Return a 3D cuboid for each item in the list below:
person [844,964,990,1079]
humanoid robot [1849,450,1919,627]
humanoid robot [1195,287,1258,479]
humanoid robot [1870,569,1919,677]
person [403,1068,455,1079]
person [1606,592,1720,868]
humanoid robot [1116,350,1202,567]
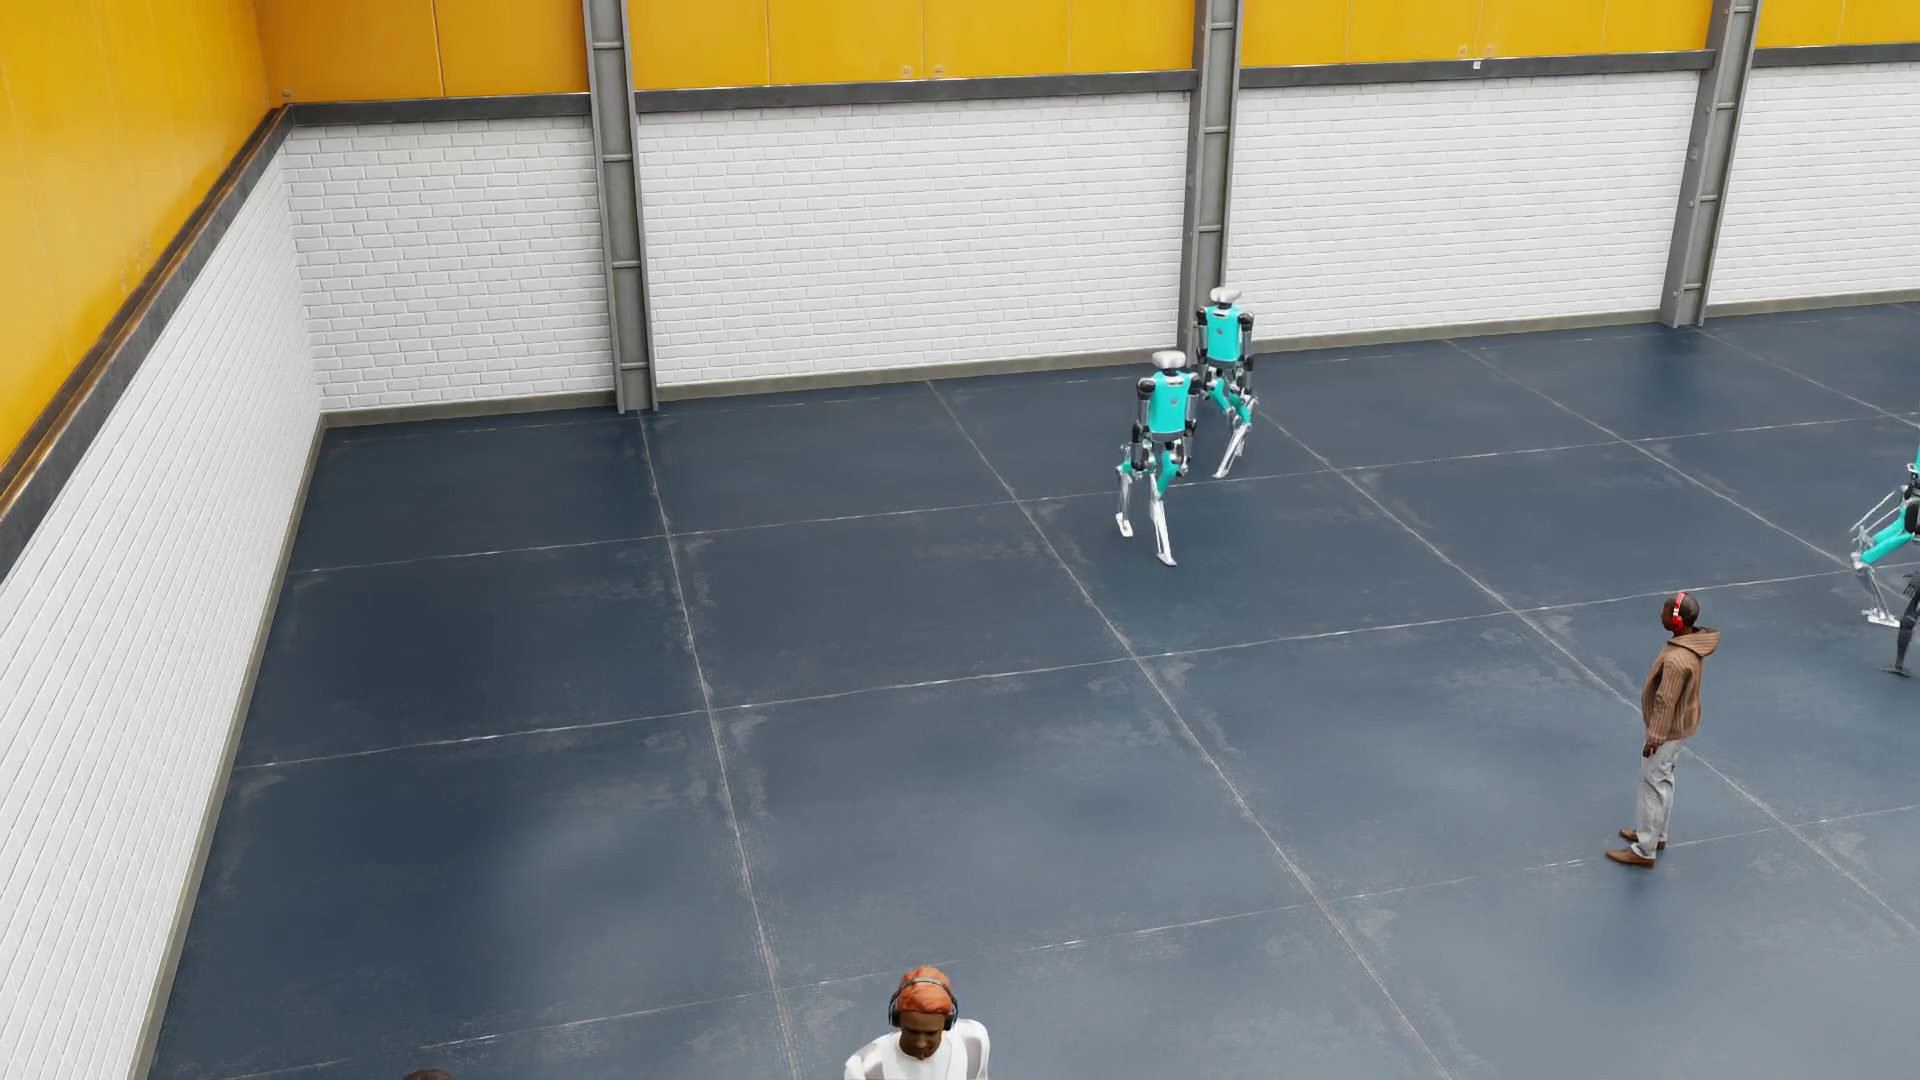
[{"bbox_3d":[-0.142,2.337,6.053,0.574,1.883,0.362,-12,26,-25],"label":"person"},{"bbox_3d":[6.729,-0.216,11.986,0.612,1.764,0.532,9,25,20],"label":"humanoid robot"},{"bbox_3d":[2.476,-1.430,14.864,0.548,1.827,0.878,15,28,31],"label":"humanoid robot"},{"bbox_3d":[6.664,0.163,11.260,0.532,1.647,0.589,20,31,38],"label":"humanoid robot"},{"bbox_3d":[-1.723,2.539,5.736,0.378,1.768,0.466,-16,28,-32],"label":"person"},{"bbox_3d":[3.932,1.053,9.263,0.336,1.641,0.474,14,27,29],"label":"person"},{"bbox_3d":[1.493,-0.728,13.249,0.535,1.775,1.014,-8,25,-19],"label":"humanoid robot"}]
